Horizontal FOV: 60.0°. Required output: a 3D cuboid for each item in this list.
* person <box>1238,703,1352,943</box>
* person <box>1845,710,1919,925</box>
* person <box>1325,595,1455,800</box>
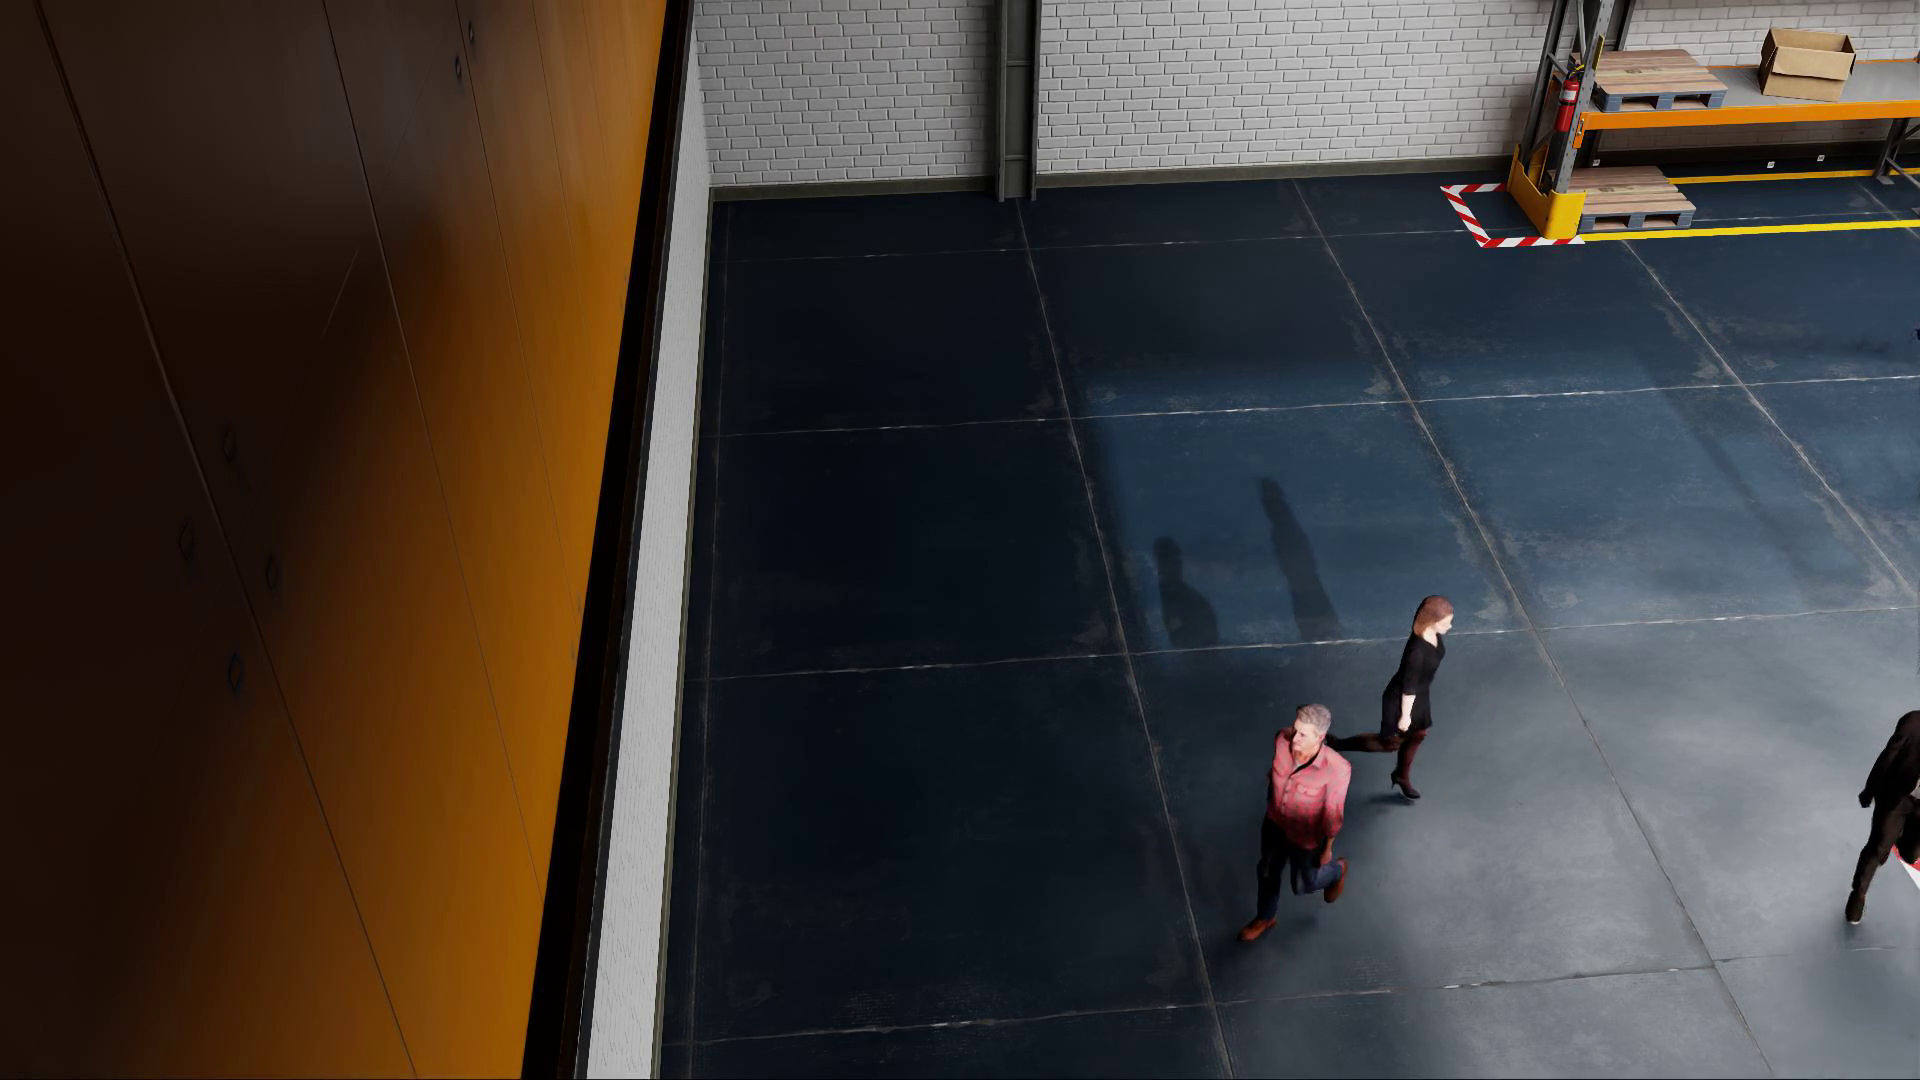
[{"bbox_3d":[2.001,1.591,9.527,1.126,1.815,1.014,-27,46,-30],"label":"person"},{"bbox_3d":[5.566,1.471,9.701,1.001,1.786,0.998,19,42,22],"label":"person"},{"bbox_3d":[2.709,0.978,10.404,1.022,1.679,0.888,15,41,18],"label":"person"}]
